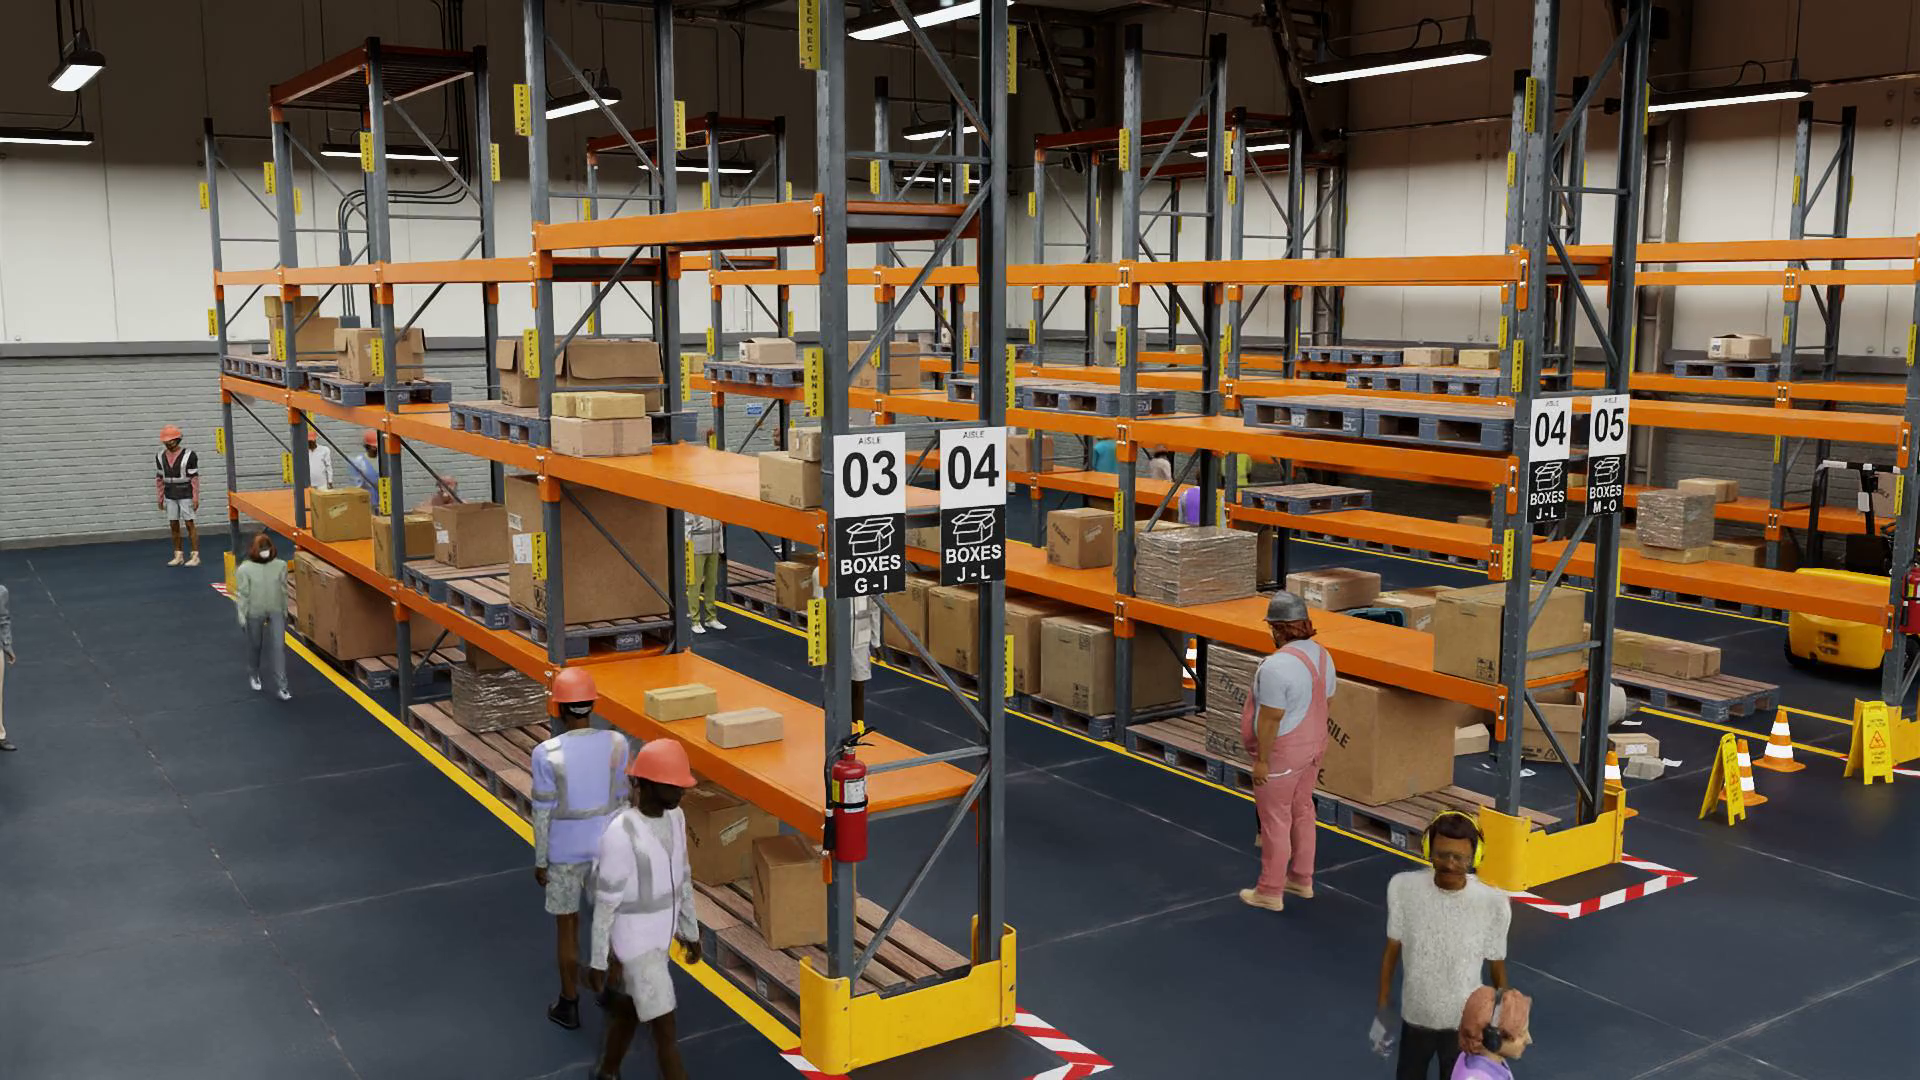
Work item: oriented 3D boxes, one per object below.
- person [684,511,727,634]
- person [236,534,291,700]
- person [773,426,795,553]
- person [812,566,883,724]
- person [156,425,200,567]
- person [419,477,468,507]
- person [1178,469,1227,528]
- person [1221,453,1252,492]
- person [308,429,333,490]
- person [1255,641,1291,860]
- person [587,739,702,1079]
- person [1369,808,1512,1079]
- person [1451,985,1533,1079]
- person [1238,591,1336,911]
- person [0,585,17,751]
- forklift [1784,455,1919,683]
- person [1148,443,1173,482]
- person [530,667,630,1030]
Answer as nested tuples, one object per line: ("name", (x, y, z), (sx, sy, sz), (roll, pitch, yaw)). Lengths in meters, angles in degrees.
("person", (-2.919, 0.102, 19.060), (0.366, 1.926, 0.594), (7, 11, 39))
("person", (-6.752, 0.715, 16.104), (0.514, 1.589, 0.852), (-7, 11, -37))
("person", (-2.634, -0.753, 24.870), (0.399, 1.899, 0.658), (-1, 9, -10))
("person", (-0.916, 0.842, 13.763), (0.606, 2.039, 0.395), (-4, 9, -24))
("person", (-11.060, -0.616, 23.508), (0.612, 2.033, 0.411), (1, 9, 6))
("person", (-5.860, 0.173, 18.898), (0.677, 1.844, 0.983), (-6, 10, -35))
("person", (2.895, 0.045, 19.732), (0.631, 1.840, 0.428), (7, 11, 41))
("person", (4.281, -0.788, 25.770), (0.556, 1.682, 0.419), (-4, 9, -23))
("person", (-10.334, -0.938, 26.603), (0.578, 1.738, 0.354), (-3, 9, -21))
("person", (2.220, 1.366, 11.446), (0.320, 1.686, 0.539), (-3, 9, -19))
("person", (-1.361, 1.841, 7.649), (0.989, 1.874, 0.567), (4, 9, 22))
("person", (1.994, 1.967, 6.887), (0.539, 1.851, 0.637), (5, 10, 28))
("person", (1.733, 2.274, 5.557), (0.310, 1.636, 0.523), (3, 9, 18))
("person", (2.061, 1.313, 10.619), (0.535, 2.000, 0.686), (8, 12, 43))
("person", (-8.228, 0.945, 13.991), (0.329, 1.765, 0.525), (6, 10, 35))
("forklift", (9.643, 0.253, 17.172), (2.313, 2.155, 1.214), (-6, 10, -33))
("person", (3.027, -0.686, 25.335), (0.390, 1.625, 0.651), (-4, 9, -23))
("person", (-2.029, 1.632, 8.886), (0.540, 1.929, 0.385), (-6, 10, -33))
